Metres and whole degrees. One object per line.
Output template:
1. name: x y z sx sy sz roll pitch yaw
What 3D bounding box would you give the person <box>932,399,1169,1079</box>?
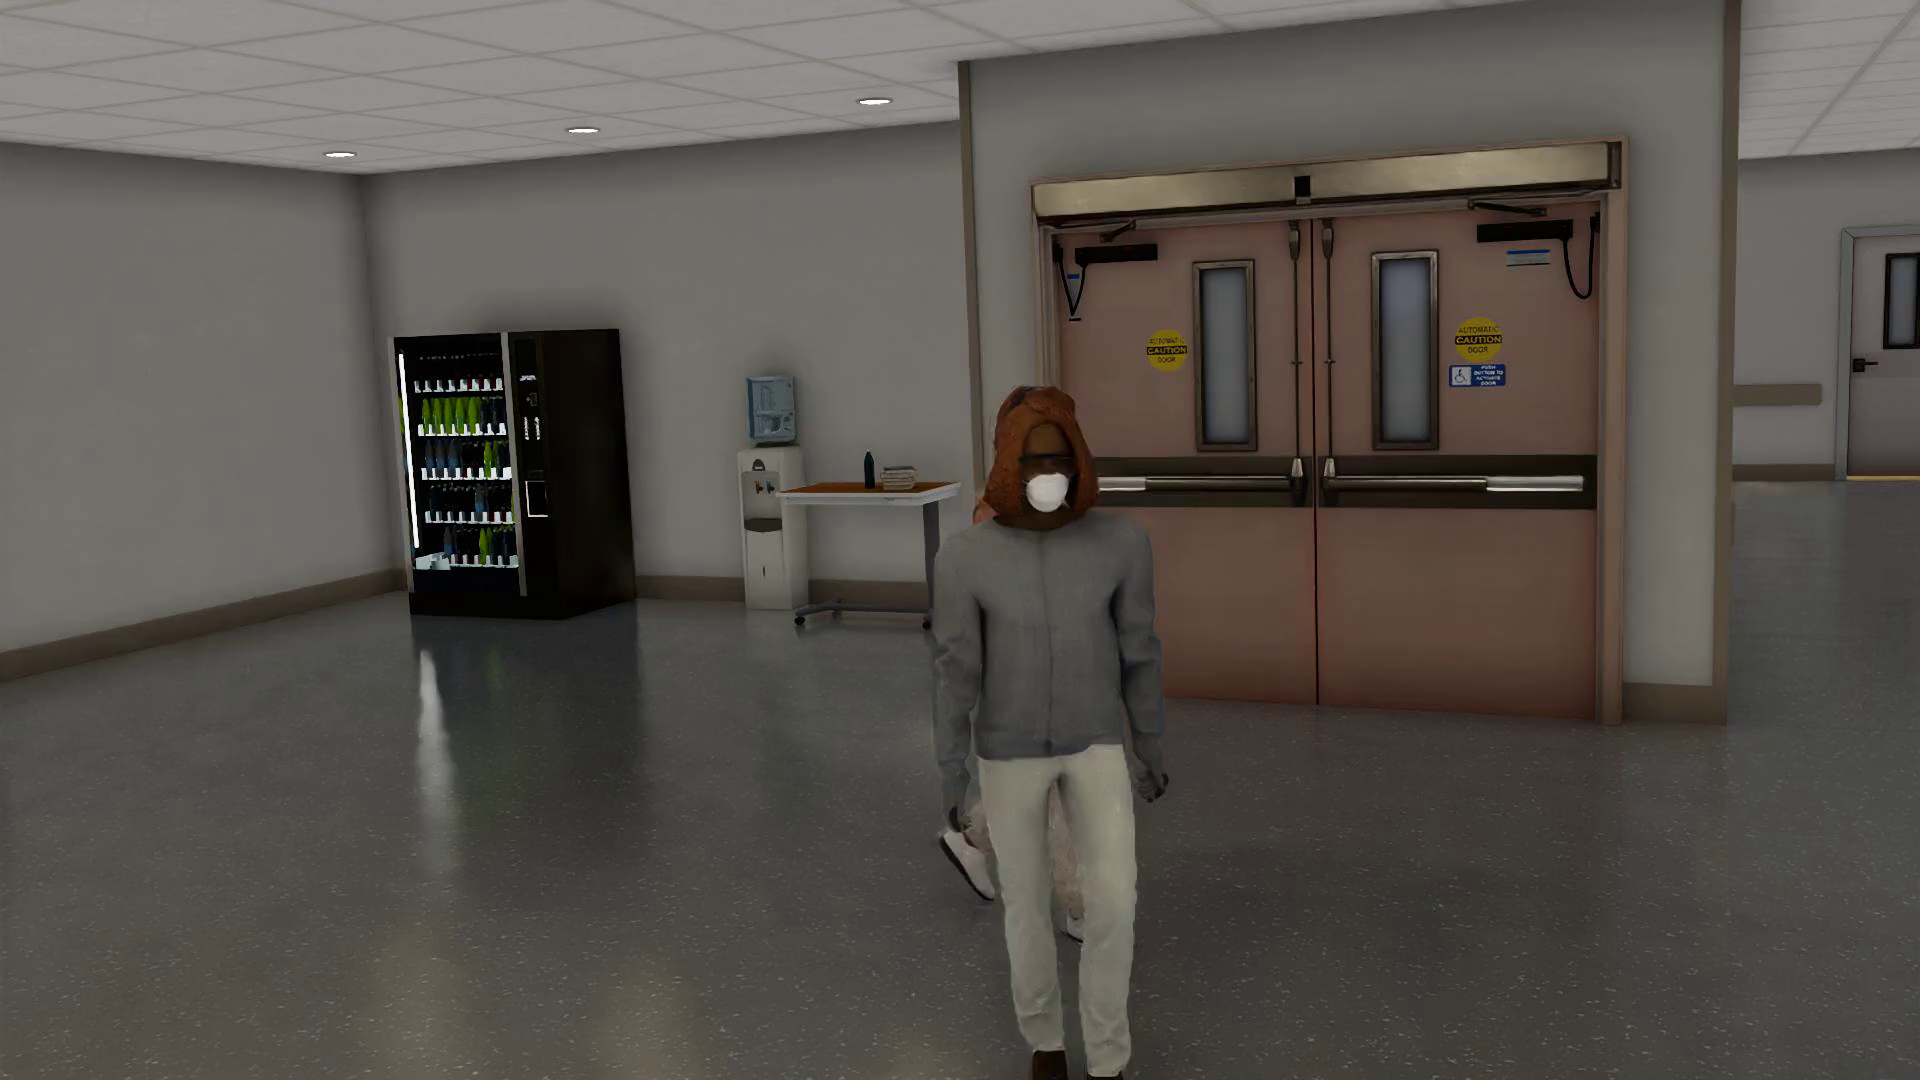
1. person: 0.212 0.503 3.635 0.533 1.612 0.584 -3 7 -4

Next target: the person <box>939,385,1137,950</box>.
1. person: 0.201 0.351 4.836 0.691 1.608 0.545 2 9 31
